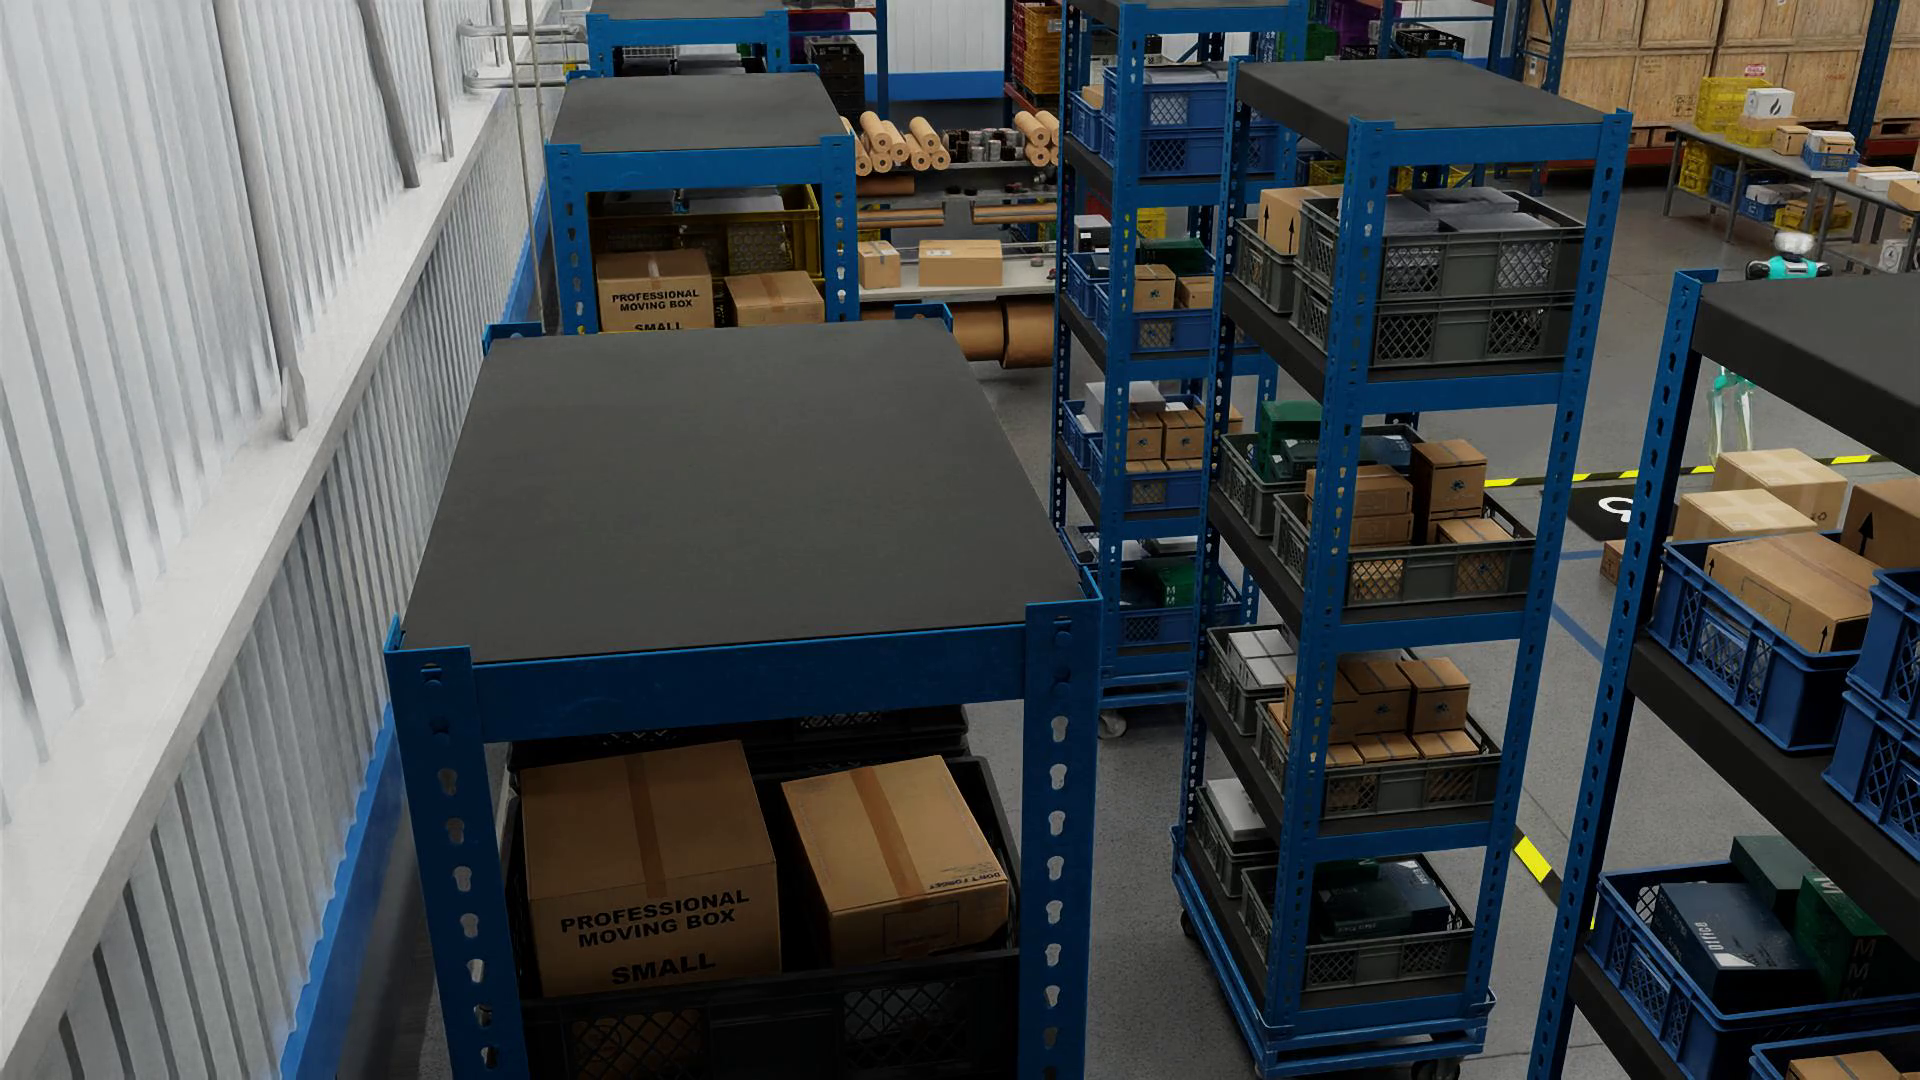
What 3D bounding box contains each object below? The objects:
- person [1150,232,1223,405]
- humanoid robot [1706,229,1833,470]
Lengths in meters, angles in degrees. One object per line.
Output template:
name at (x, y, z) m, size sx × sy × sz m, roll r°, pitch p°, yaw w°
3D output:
person at (1.480, -1.095, 10.785) m, size 0.589 × 1.852 × 0.365 m, roll -2°, pitch 25°, yaw -4°
humanoid robot at (5.363, -1.305, 11.222) m, size 0.533 × 1.673 × 0.735 m, roll 1°, pitch 25°, yaw 2°
